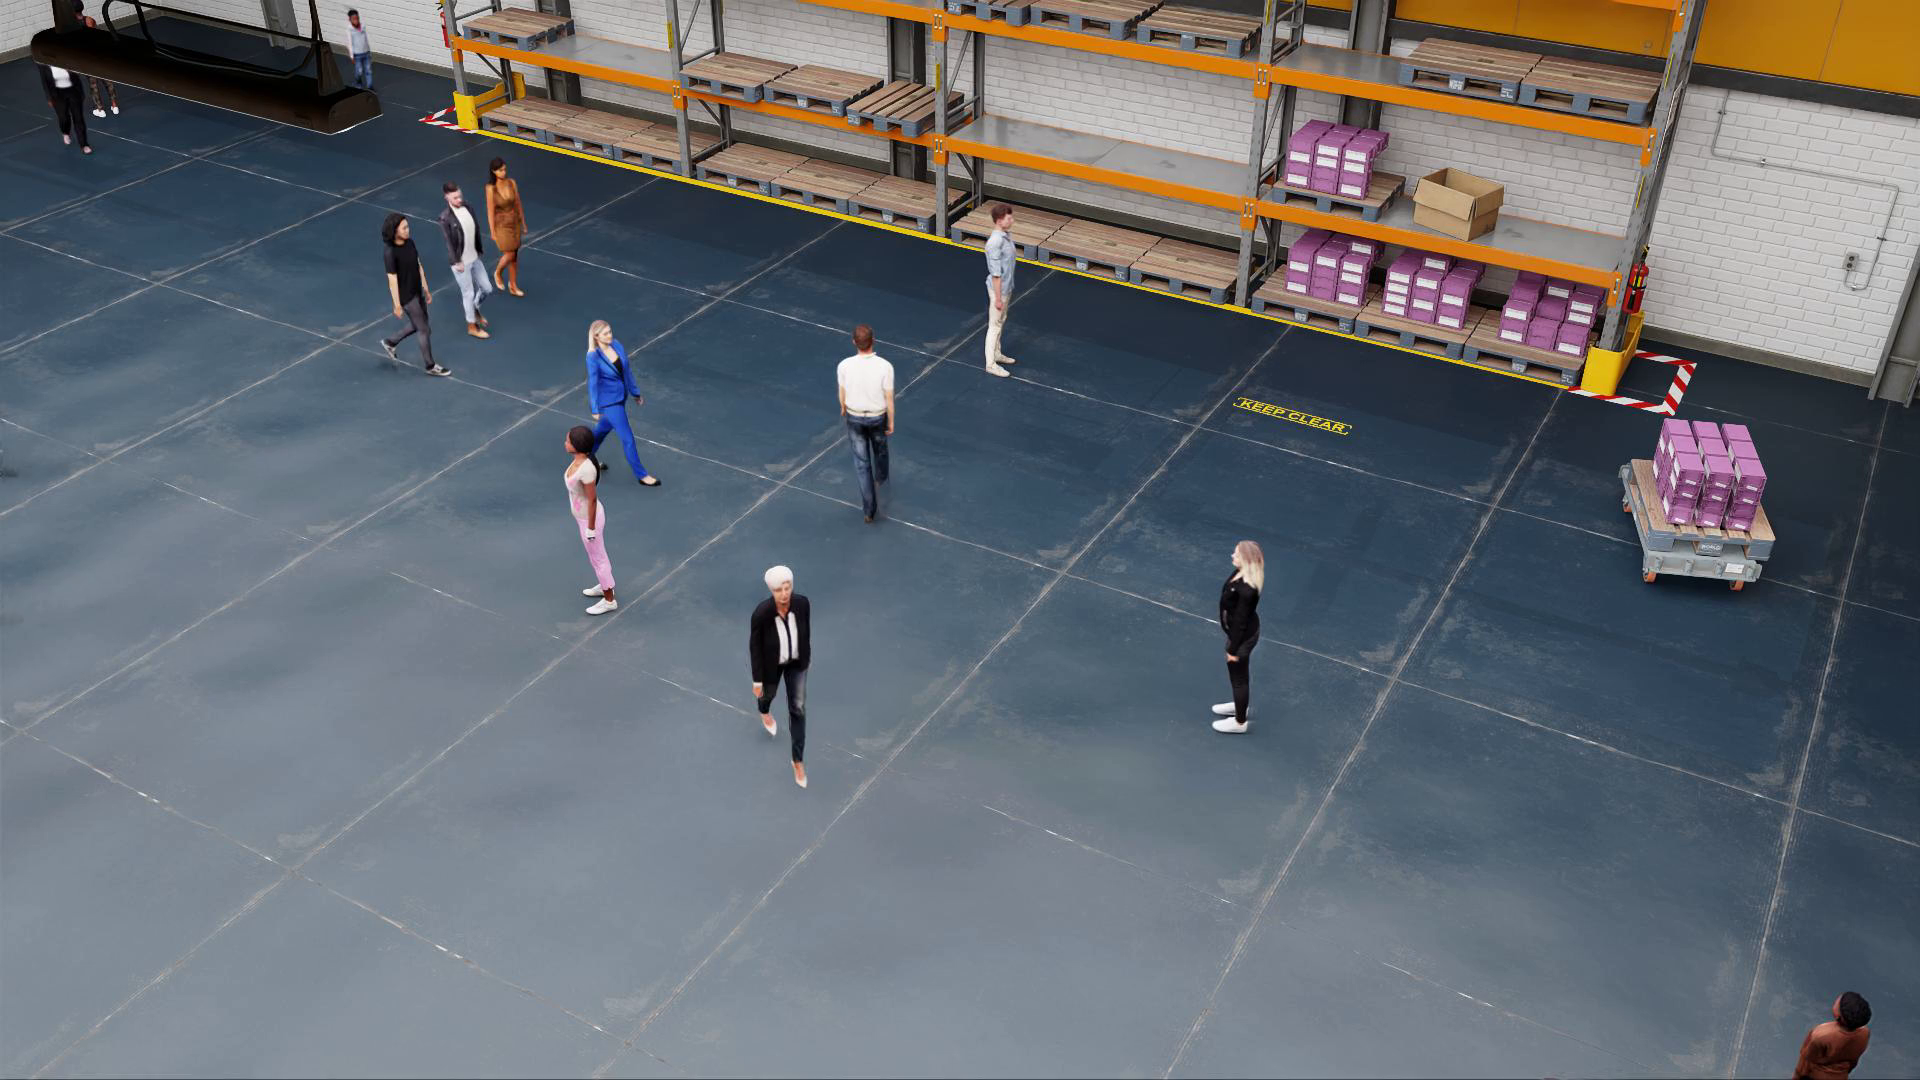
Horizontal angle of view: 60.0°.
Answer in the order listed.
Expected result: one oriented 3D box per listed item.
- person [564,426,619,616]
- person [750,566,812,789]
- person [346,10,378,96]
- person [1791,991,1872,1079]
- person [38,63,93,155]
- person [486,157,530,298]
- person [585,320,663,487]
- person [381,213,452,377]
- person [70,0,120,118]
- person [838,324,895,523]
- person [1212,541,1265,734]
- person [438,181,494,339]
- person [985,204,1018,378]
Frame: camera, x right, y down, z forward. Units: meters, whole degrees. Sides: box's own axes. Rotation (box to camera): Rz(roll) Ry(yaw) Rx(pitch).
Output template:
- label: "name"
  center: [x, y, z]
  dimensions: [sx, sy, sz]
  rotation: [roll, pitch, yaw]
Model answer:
- label: "person"
  center: [-3.066, -0.180, 13.793]
  dimensions: [0.715, 1.741, 0.653]
  rotation: [-9, 35, -13]
- label: "person"
  center: [-1.350, 0.897, 12.102]
  dimensions: [1.166, 1.750, 1.188]
  rotation: [-11, 35, -17]
- label: "person"
  center: [-9.036, -7.362, 25.042]
  dimensions: [0.635, 1.250, 0.793]
  rotation: [-23, 40, -31]
- label: "person"
  center: [4.889, 3.024, 9.414]
  dimensions: [0.571, 1.253, 0.643]
  rotation: [-6, 34, -9]
- label: "person"
  center: [-12.307, -6.122, 22.859]
  dimensions: [0.789, 1.602, 0.900]
  rotation: [-25, 41, -32]
- label: "person"
  center: [-5.224, -3.574, 18.959]
  dimensions: [0.668, 1.676, 0.572]
  rotation: [21, 39, 29]
- label: "person"
  center: [-3.329, -1.296, 15.552]
  dimensions: [1.164, 1.655, 0.714]
  rotation: [14, 36, 20]
- label: "person"
  center: [-5.809, -2.572, 17.330]
  dimensions: [1.083, 1.811, 0.856]
  rotation: [5, 34, 8]
- label: "person"
  center: [-12.594, -7.005, 24.100]
  dimensions: [0.597, 1.700, 0.627]
  rotation: [28, 43, 35]
- label: "person"
  center: [-0.851, -1.011, 14.976]
  dimensions: [1.153, 1.817, 1.083]
  rotation: [-1, 34, -1]
- label: "person"
  center: [2.127, 0.715, 12.498]
  dimensions: [0.634, 1.685, 0.659]
  rotation: [7, 34, 11]
- label: "person"
  center: [-5.442, -3.055, 18.049]
  dimensions: [0.641, 1.819, 0.668]
  rotation: [15, 36, 21]
- label: "person"
  center: [0.419, -2.640, 17.399]
  dimensions: [0.636, 1.847, 0.709]
  rotation: [8, 34, 12]
